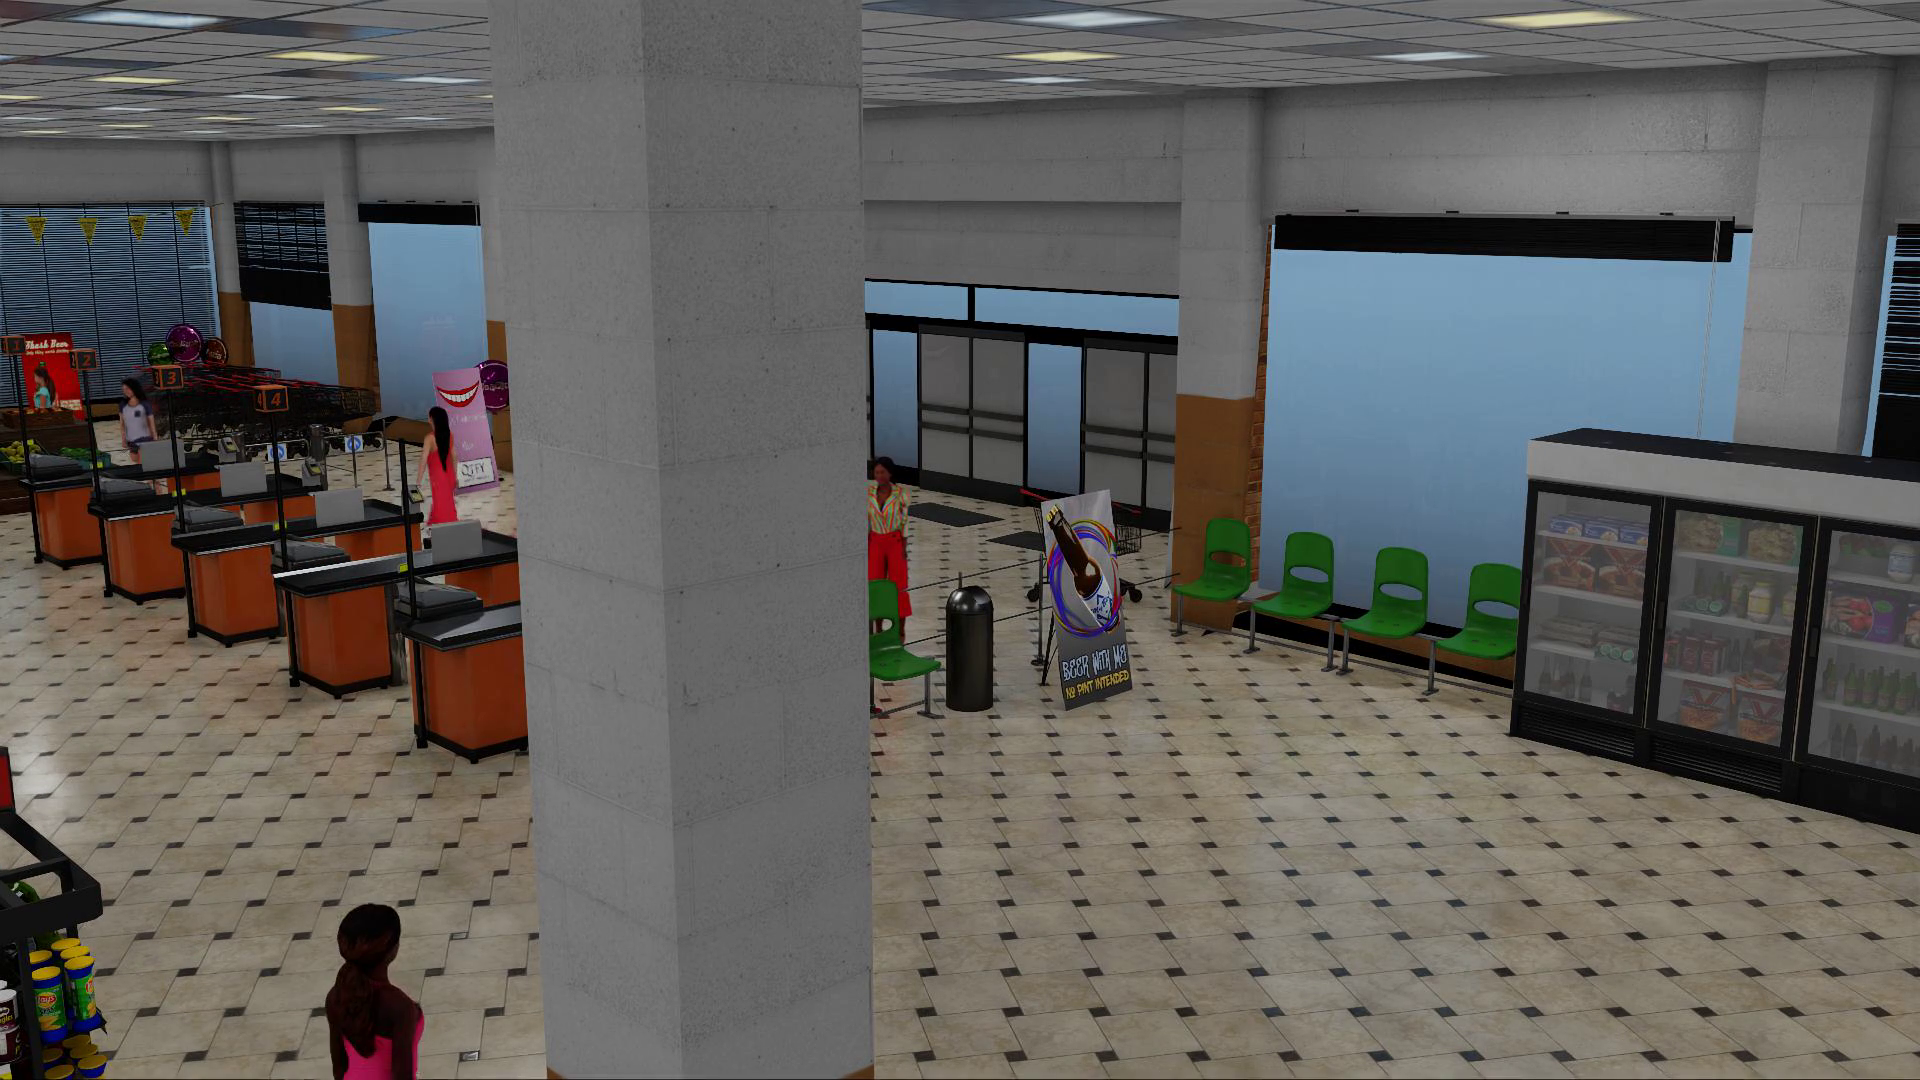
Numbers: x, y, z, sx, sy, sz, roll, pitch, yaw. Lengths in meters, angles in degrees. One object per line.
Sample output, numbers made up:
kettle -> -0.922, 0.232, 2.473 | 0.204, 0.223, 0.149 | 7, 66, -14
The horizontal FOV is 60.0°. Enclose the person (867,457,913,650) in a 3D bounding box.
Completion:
person -> -0.654, 0.123, 15.020 | 0.679, 1.791, 0.708 | 2, 12, 10

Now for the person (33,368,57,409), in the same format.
person -> -13.395, -1.757, 24.540 | 0.748, 1.548, 0.692 | -2, 12, -9

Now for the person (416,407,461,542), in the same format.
person -> -5.817, -0.638, 18.861 | 0.839, 1.698, 1.022 | 6, 13, 28

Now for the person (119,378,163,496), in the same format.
person -> -10.896, -1.318, 22.164 | 0.977, 1.668, 1.095 | 0, 12, 2

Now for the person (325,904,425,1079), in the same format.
person -> -2.071, 2.143, 5.711 | 0.887, 1.674, 1.150 | 4, 13, 20
